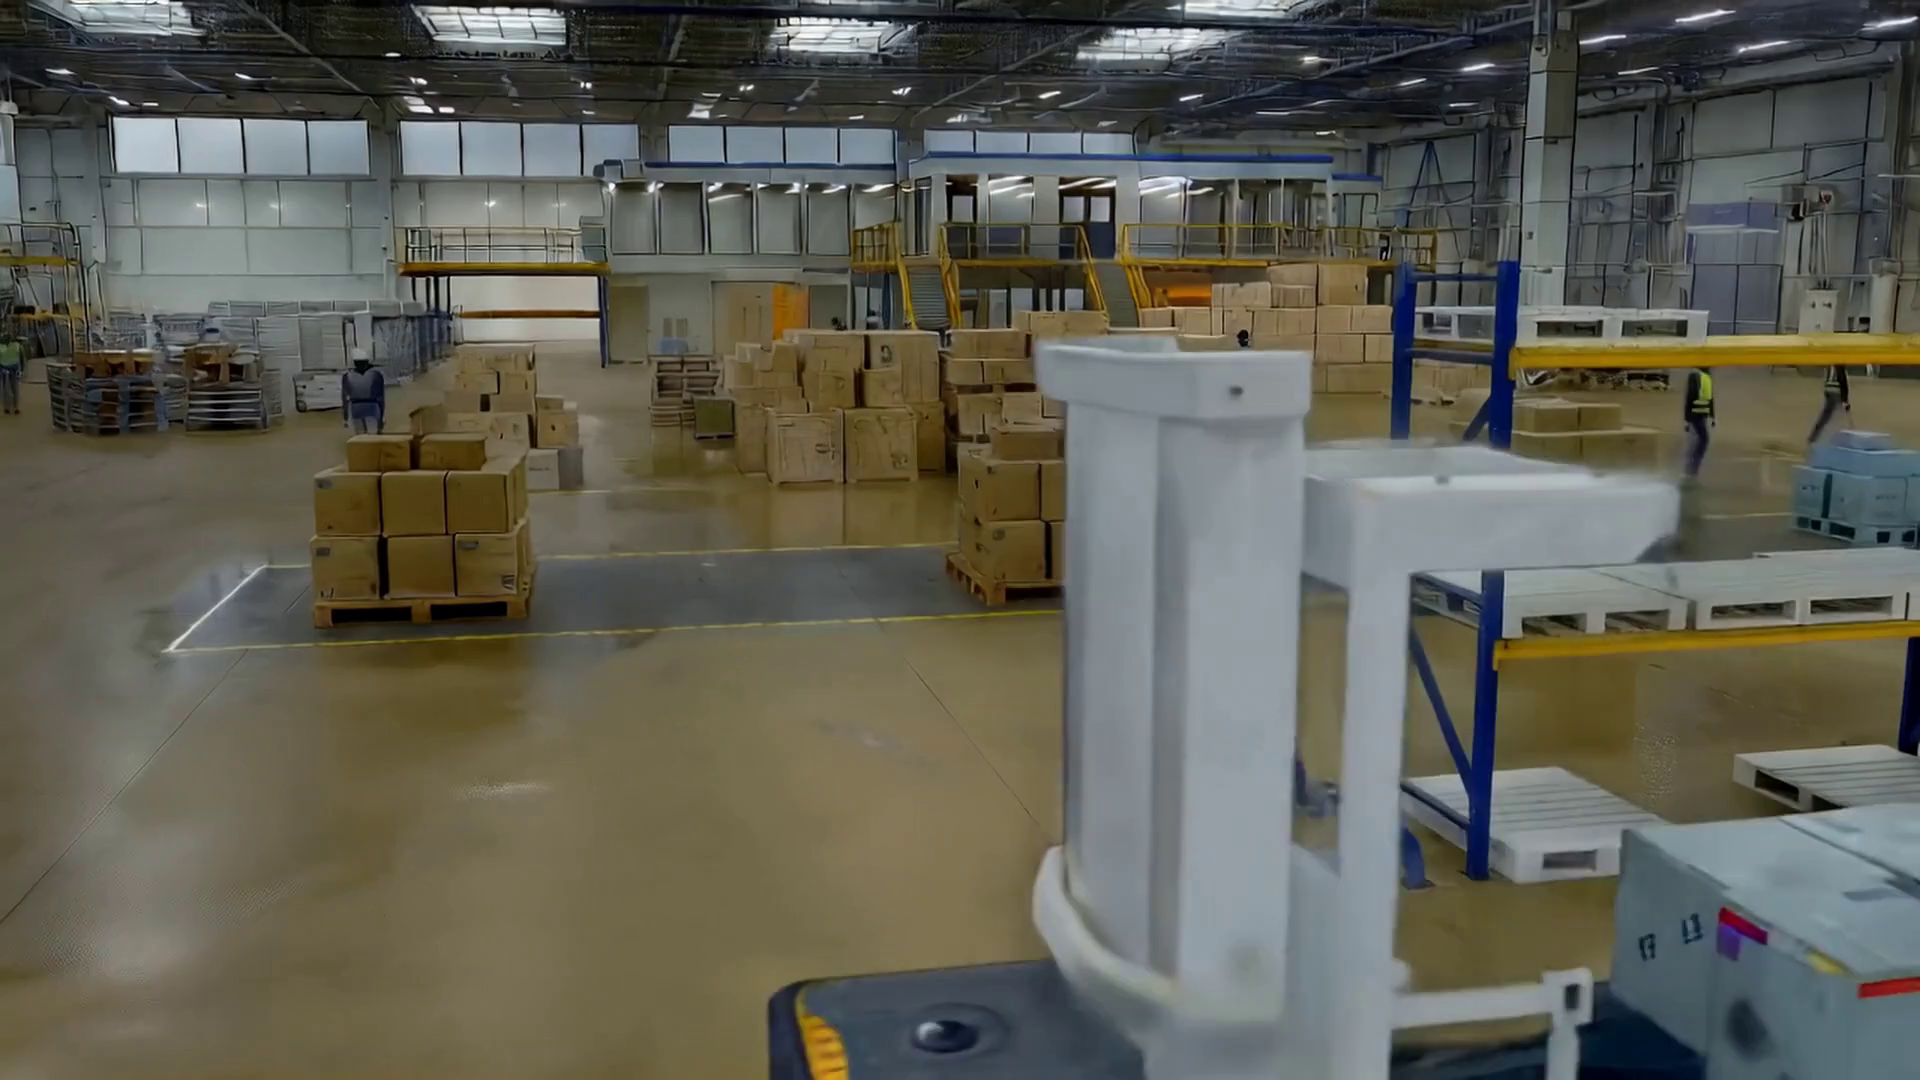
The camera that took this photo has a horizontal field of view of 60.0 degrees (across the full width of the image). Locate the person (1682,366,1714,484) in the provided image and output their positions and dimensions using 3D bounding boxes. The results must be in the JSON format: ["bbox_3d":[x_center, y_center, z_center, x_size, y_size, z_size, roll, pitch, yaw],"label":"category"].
[{"bbox_3d":[10.274,-1.691,23.003,0.615,1.867,0.526,-9,13,-44],"label":"person"}]

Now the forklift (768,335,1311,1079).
[{"bbox_3d":[0.482,0.899,4.146,1.873,2.768,1.129,-2,10,-12],"label":"forklift"}]

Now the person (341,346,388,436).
[{"bbox_3d":[-8.248,-1.708,22.964,0.579,1.912,0.750,-1,9,-8],"label":"person"}]

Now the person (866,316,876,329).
[{"bbox_3d":[-1.964,-4.140,37.810,0.551,1.910,0.796,-6,11,-33],"label":"person"}]

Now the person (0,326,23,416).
[{"bbox_3d":[-19.426,-3.443,33.841,0.615,1.815,0.472,-5,10,-27],"label":"person"}]

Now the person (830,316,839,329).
[{"bbox_3d":[-2.838,-4.127,37.763,0.638,1.896,0.625,4,10,21],"label":"person"}]

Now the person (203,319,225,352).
[{"bbox_3d":[-18.424,-4.595,41.145,0.480,1.723,0.406,-2,10,-13],"label":"person"}]

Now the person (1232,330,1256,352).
[{"bbox_3d":[4.860,-2.632,28.549,0.601,1.940,0.413,-4,10,-22],"label":"person"}]

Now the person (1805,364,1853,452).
[{"bbox_3d":[14.248,-2.314,26.907,1.003,1.827,0.602,3,10,18],"label":"person"}]
